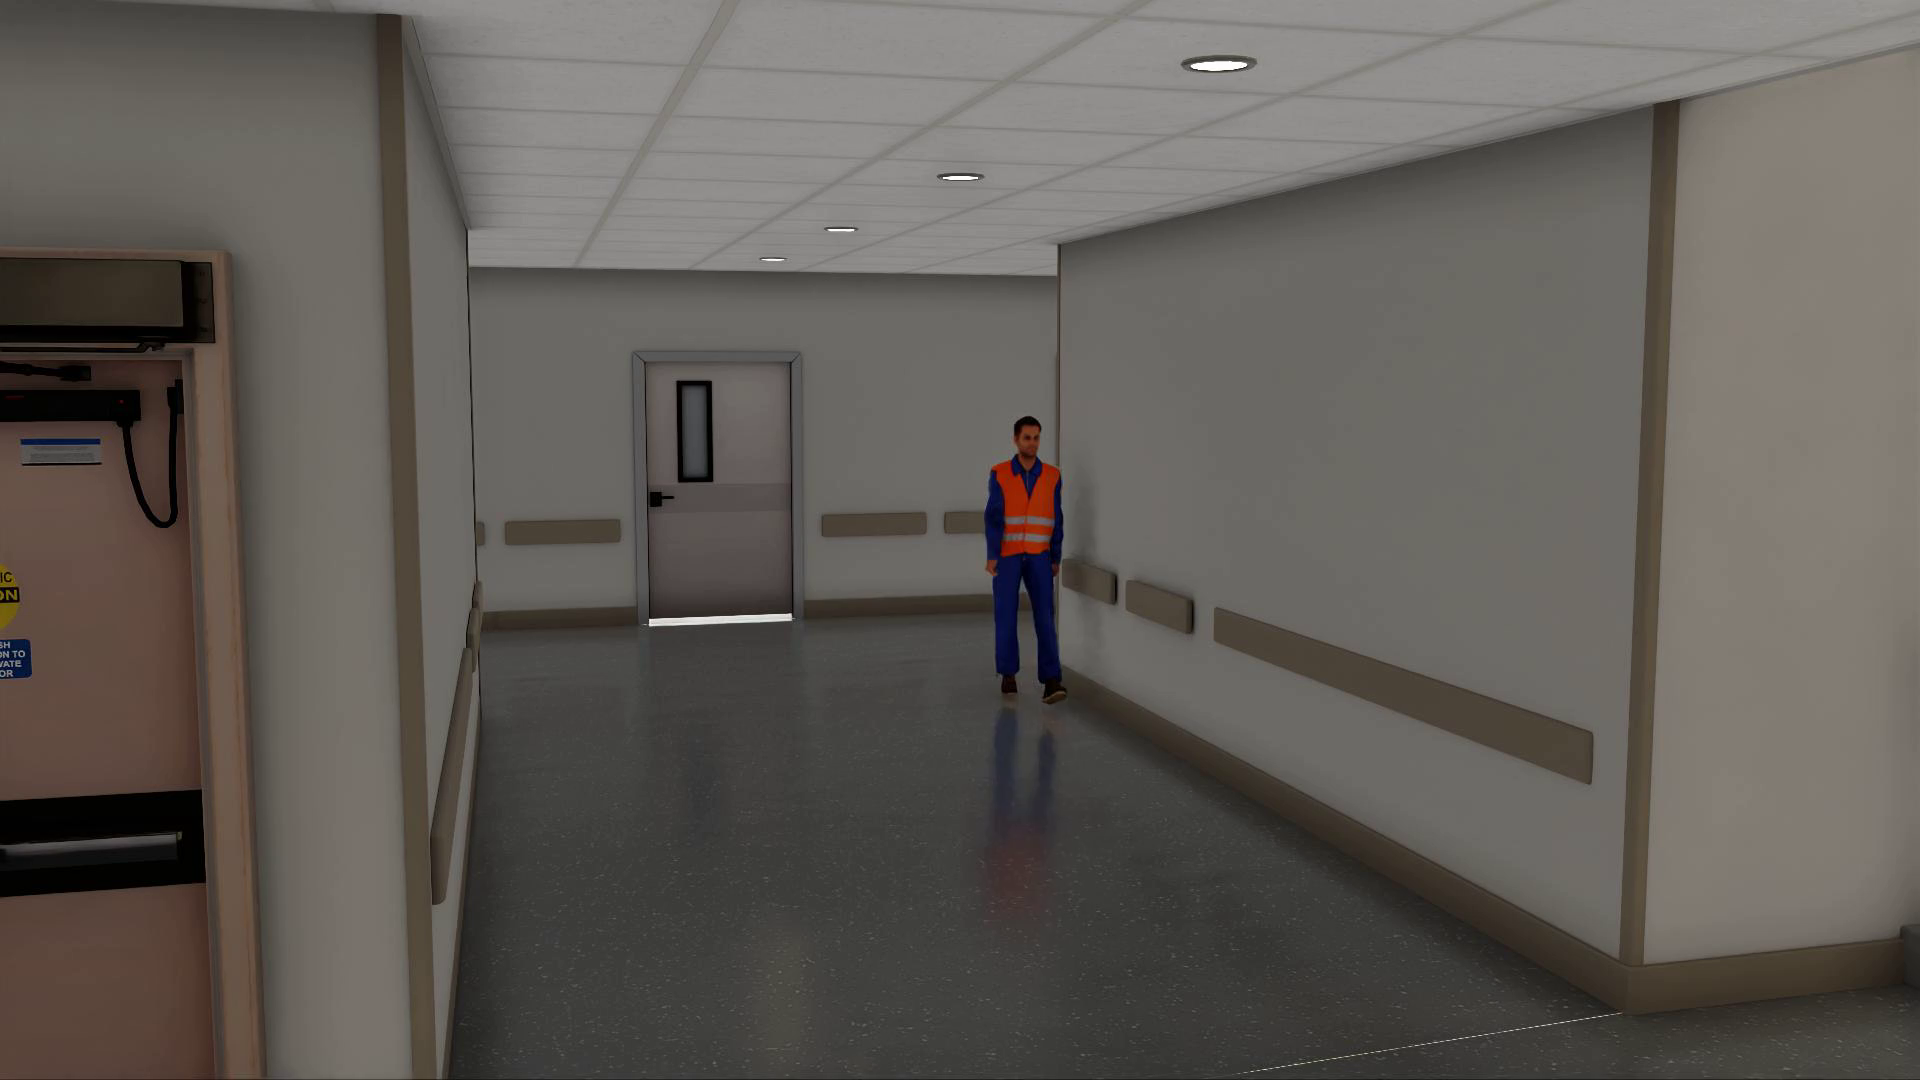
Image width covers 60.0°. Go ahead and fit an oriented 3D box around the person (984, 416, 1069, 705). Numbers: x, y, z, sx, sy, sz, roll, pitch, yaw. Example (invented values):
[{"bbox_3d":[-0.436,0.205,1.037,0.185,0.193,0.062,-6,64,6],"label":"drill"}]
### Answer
[{"bbox_3d":[0.374,0.138,10.790,1.064,1.822,0.828,-1,6,-9],"label":"person"}]
